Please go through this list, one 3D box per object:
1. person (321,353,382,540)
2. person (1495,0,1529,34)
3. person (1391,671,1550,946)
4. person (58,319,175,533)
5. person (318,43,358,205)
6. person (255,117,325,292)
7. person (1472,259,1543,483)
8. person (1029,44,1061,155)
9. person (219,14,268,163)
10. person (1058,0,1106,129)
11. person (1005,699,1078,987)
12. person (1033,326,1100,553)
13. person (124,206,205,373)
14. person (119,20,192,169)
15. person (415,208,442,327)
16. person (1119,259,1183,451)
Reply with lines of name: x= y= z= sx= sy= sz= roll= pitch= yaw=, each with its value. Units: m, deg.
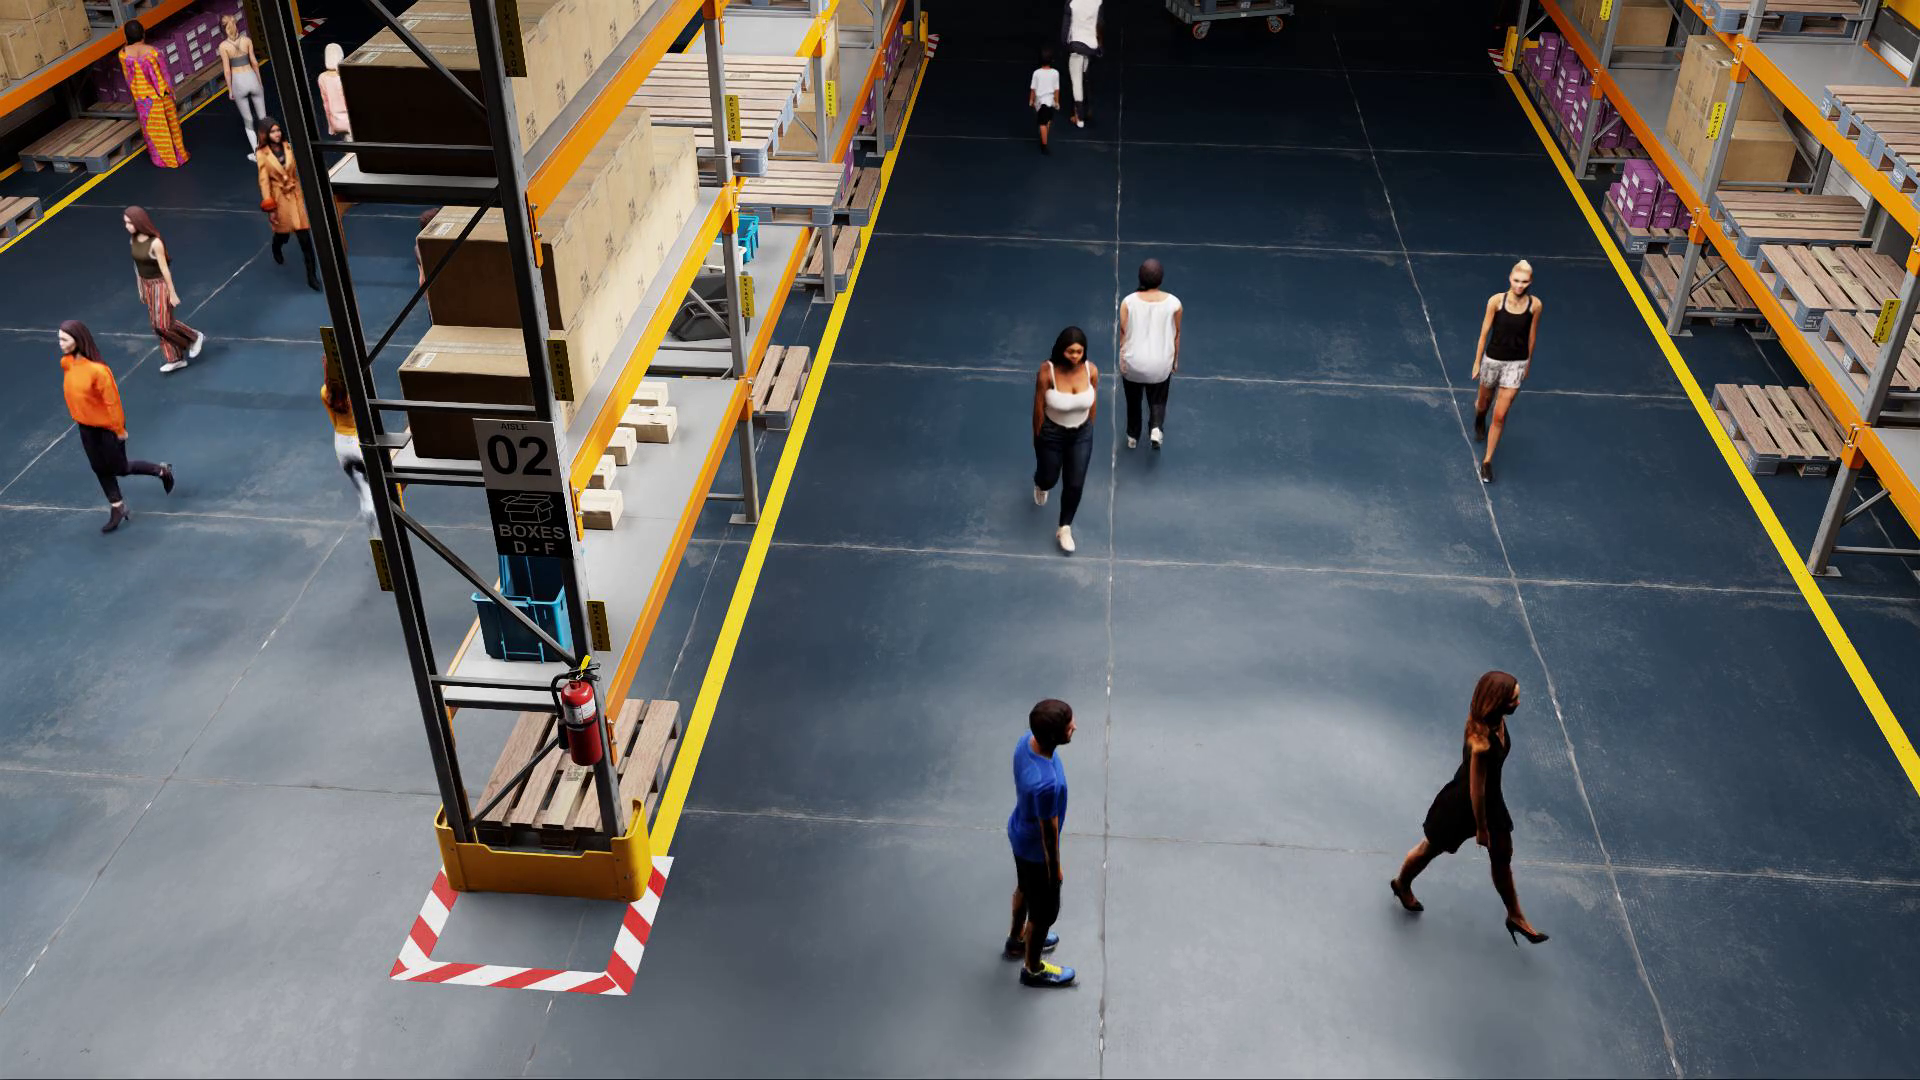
person: x=-4.410 y=-0.579 z=12.159 sx=0.583 sy=1.737 sz=0.645 roll=2 pitch=34 yaw=3
person: x=7.880 y=-8.052 z=23.345 sx=0.836 sy=1.801 sz=0.741 roll=-18 pitch=38 yaw=-25
person: x=2.672 y=1.446 z=9.061 sx=0.974 sy=1.795 sz=1.137 roll=18 pitch=38 yaw=25
person: x=-6.455 y=-0.903 z=12.649 sx=0.836 sy=1.736 sz=0.997 roll=18 pitch=37 yaw=24
person: x=-6.698 y=-4.494 z=18.082 sx=0.651 sy=1.701 sz=0.884 roll=7 pitch=34 yaw=10
person: x=-6.639 y=-3.288 z=16.273 sx=1.092 sy=1.696 sz=1.139 roll=-27 pitch=42 yaw=-34
person: x=4.370 y=-1.446 z=13.388 sx=0.693 sy=1.822 sz=1.114 roll=7 pitch=34 yaw=11
person: x=1.006 y=-5.130 z=19.456 sx=0.645 sy=1.240 sz=0.858 roll=-7 pitch=34 yaw=-10
person: x=-8.216 y=-5.204 z=19.150 sx=0.661 sy=1.703 sz=0.718 roll=-24 pitch=40 yaw=-31
person: x=1.499 y=-5.906 z=20.047 sx=0.783 sy=1.879 sz=0.790 roll=-11 pitch=35 yaw=-16
person: x=0.388 y=1.584 z=8.791 sx=0.728 sy=1.863 sz=0.602 roll=-5 pitch=34 yaw=-8
person: x=0.764 y=-0.816 z=12.470 sx=0.790 sy=1.788 sz=1.045 roll=-5 pitch=34 yaw=-8
person: x=-7.103 y=-2.265 z=14.864 sx=0.710 sy=1.551 sz=0.811 roll=17 pitch=37 yaw=24
person: x=-9.277 y=-5.143 z=19.077 sx=0.720 sy=1.681 sz=0.737 roll=-6 pitch=34 yaw=-9
person: x=-4.328 y=-1.920 z=14.074 sx=0.733 sy=1.851 sz=0.695 roll=17 pitch=37 yaw=24
person: x=1.508 y=-1.453 z=13.536 sx=0.638 sy=1.669 sz=0.731 roll=3 pitch=34 yaw=5
